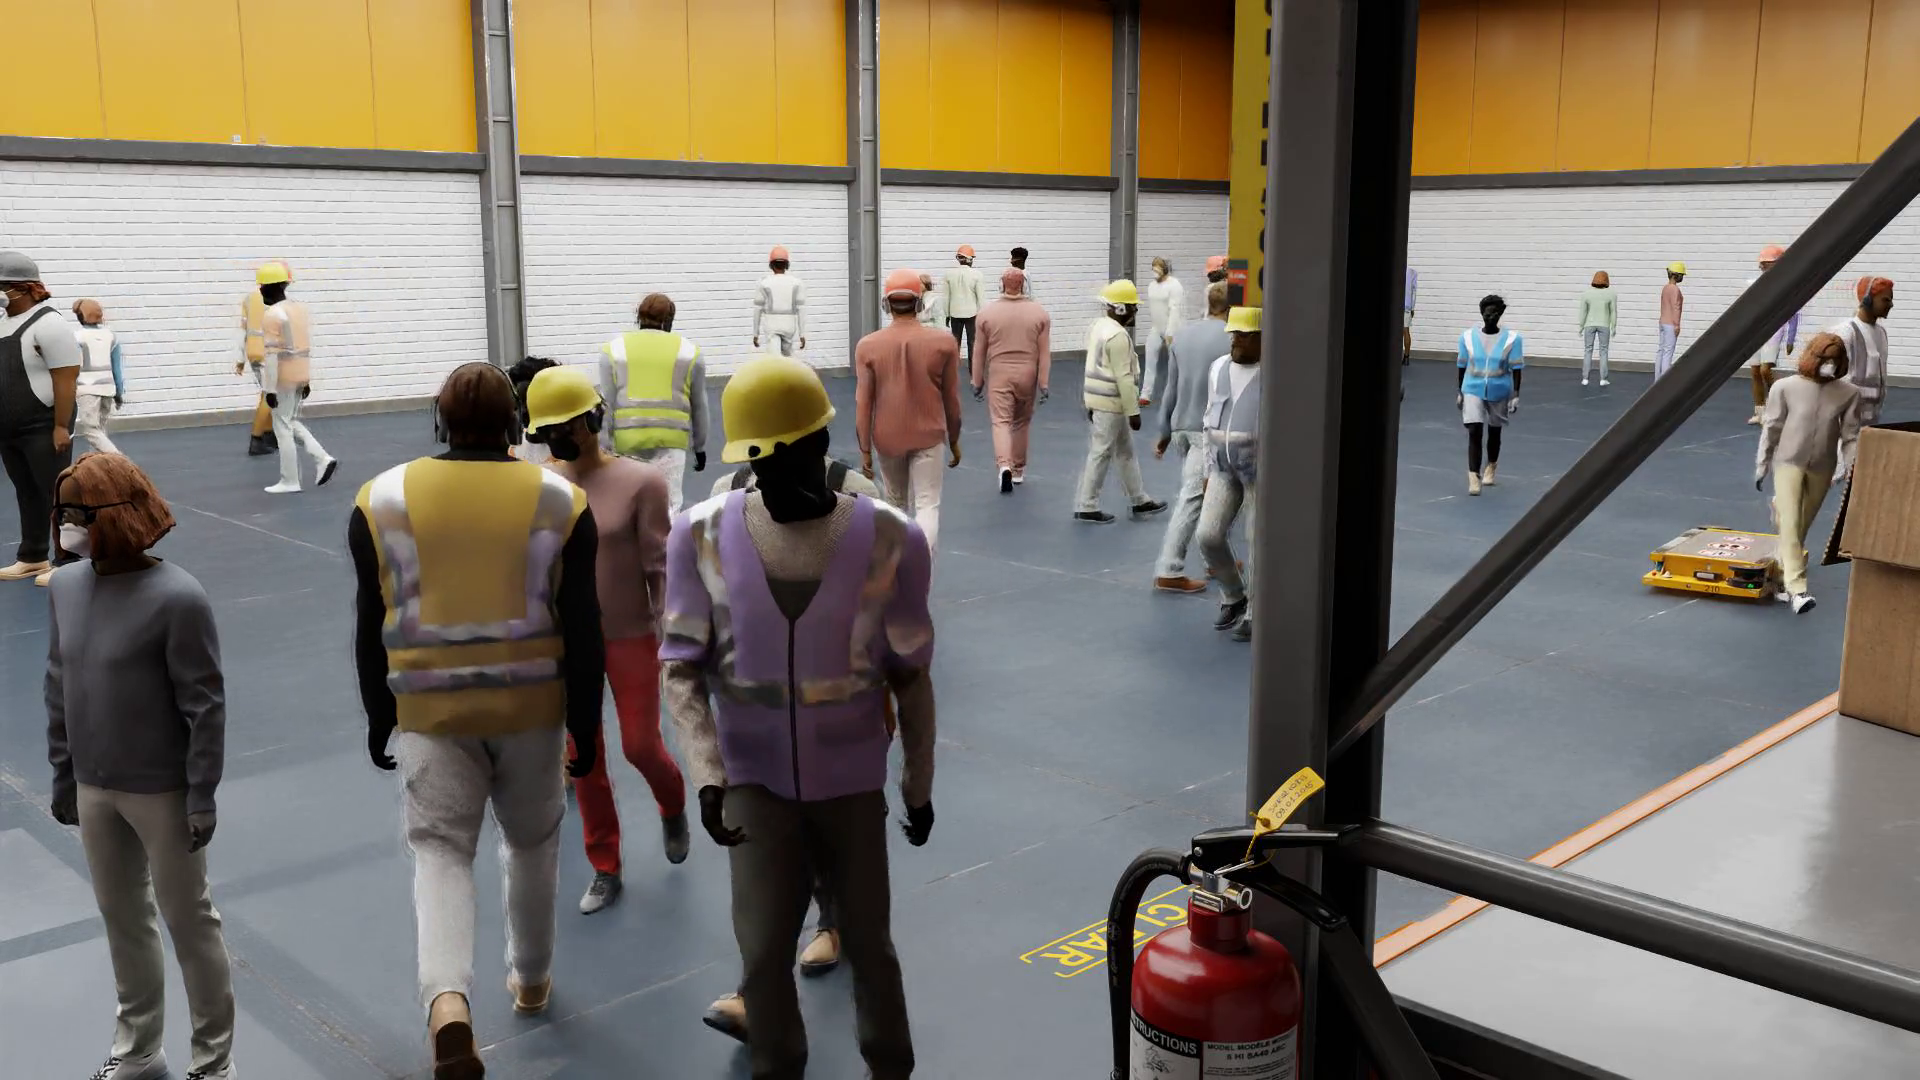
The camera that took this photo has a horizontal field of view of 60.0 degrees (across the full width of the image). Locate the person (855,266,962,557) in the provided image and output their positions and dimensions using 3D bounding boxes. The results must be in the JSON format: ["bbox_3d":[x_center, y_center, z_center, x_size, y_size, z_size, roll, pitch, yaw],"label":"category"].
[{"bbox_3d":[-0.295,-0.577,9.520,0.610,1.969,0.922,1,10,3],"label":"person"}]

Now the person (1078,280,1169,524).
[{"bbox_3d":[1.243,-1.012,12.308,0.802,1.799,0.617,-1,10,-6],"label":"person"}]

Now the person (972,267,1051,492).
[{"bbox_3d":[0.435,-1.351,13.974,0.651,1.879,0.892,-1,10,-3],"label":"person"}]

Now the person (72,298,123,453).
[{"bbox_3d":[-7.281,-1.234,14.047,0.744,1.613,0.521,4,11,22],"label":"person"}]

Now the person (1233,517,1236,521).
[{"bbox_3d":[2.047,-0.981,12.159,0.634,1.792,0.967,1,10,7],"label":"person"}]

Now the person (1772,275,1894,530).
[{"bbox_3d":[6.048,-0.866,11.338,0.583,1.866,0.769,-6,12,-31],"label":"person"}]

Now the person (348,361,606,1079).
[{"bbox_3d":[-1.225,0.461,4.269,0.633,1.816,0.802,-2,11,-13],"label":"person"}]

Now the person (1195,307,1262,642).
[{"bbox_3d":[1.504,-0.365,8.740,0.618,1.815,0.435,9,14,41],"label":"person"}]

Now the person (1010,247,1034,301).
[{"bbox_3d":[0.886,-3.243,24.027,0.373,1.966,0.607,1,10,5],"label":"person"}]

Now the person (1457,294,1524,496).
[{"bbox_3d":[4.425,-1.231,13.920,0.539,1.654,0.872,4,11,19],"label":"person"}]

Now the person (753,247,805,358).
[{"bbox_3d":[-2.203,-2.576,20.326,0.621,1.999,1.025,-4,11,-19],"label":"person"}]

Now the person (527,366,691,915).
[{"bbox_3d":[-1.148,0.307,5.334,0.543,1.738,0.467,1,10,4],"label":"person"}]

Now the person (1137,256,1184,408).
[{"bbox_3d":[2.602,-2.595,20.767,1.054,1.889,0.642,-8,13,-37],"label":"person"}]

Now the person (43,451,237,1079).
[{"bbox_3d":[-1.982,0.597,3.997,0.507,1.632,0.275,4,11,21],"label":"person"}]

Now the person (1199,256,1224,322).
[{"bbox_3d":[3.098,-2.467,20.030,1.038,1.870,0.543,-5,11,-23],"label":"person"}]

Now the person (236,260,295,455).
[{"bbox_3d":[-6.767,-1.787,16.286,0.558,1.886,0.711,5,11,25],"label":"person"}]

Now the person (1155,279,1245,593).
[{"bbox_3d":[1.497,-0.627,10.067,0.868,1.879,0.650,-7,13,-34],"label":"person"}]

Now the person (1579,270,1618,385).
[{"bbox_3d":[9.095,-3.020,23.723,0.507,1.631,0.266,5,12,26],"label":"person"}]

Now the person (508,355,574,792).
[{"bbox_3d":[-1.546,0.129,6.366,0.558,1.687,0.422,5,11,23],"label":"person"}]

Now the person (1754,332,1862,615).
[{"bbox_3d":[4.805,-0.373,9.390,0.516,1.578,0.871,1,10,6],"label":"person"}]

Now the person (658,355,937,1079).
[{"bbox_3d":[-0.356,0.529,3.721,0.608,1.880,0.575,0,10,0],"label":"person"}]

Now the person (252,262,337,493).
[{"bbox_3d":[-5.536,-1.329,13.734,0.491,1.913,0.612,1,10,7],"label":"person"}]

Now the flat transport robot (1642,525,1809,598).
[{"bbox_3d":[4.775,0.119,10.323,0.652,0.197,1.431,8,13,36],"label":"flat transport robot"}]

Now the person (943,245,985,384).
[{"bbox_3d":[0.071,-3.246,23.977,0.619,1.990,0.390,4,11,19],"label":"person"}]

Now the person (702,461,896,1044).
[{"bbox_3d":[-0.507,0.418,4.518,0.540,1.793,0.959,5,11,25],"label":"person"}]

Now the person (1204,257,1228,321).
[{"bbox_3d":[3.142,-2.366,19.476,0.576,1.882,0.362,4,11,18],"label":"person"}]

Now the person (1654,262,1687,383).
[{"bbox_3d":[9.958,-3.003,23.277,0.316,1.765,0.523,0,10,2],"label":"person"}]

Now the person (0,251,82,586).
[{"bbox_3d":[-5.703,-0.735,10.153,0.675,2.000,0.537,6,12,32],"label":"person"}]

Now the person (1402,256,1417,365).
[{"bbox_3d":[7.206,-3.824,27.305,0.543,1.928,0.372,-1,10,-7],"label":"person"}]

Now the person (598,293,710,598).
[{"bbox_3d":[-1.831,-0.568,9.944,0.671,1.779,0.966,-1,10,-7],"label":"person"}]

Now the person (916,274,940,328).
[{"bbox_3d":[-0.470,-2.673,21.865,0.515,1.626,0.368,8,13,36],"label":"person"}]

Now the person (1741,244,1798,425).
[{"bbox_3d":[9.013,-2.290,18.665,0.442,2.024,0.625,-8,13,-36],"label":"person"}]
